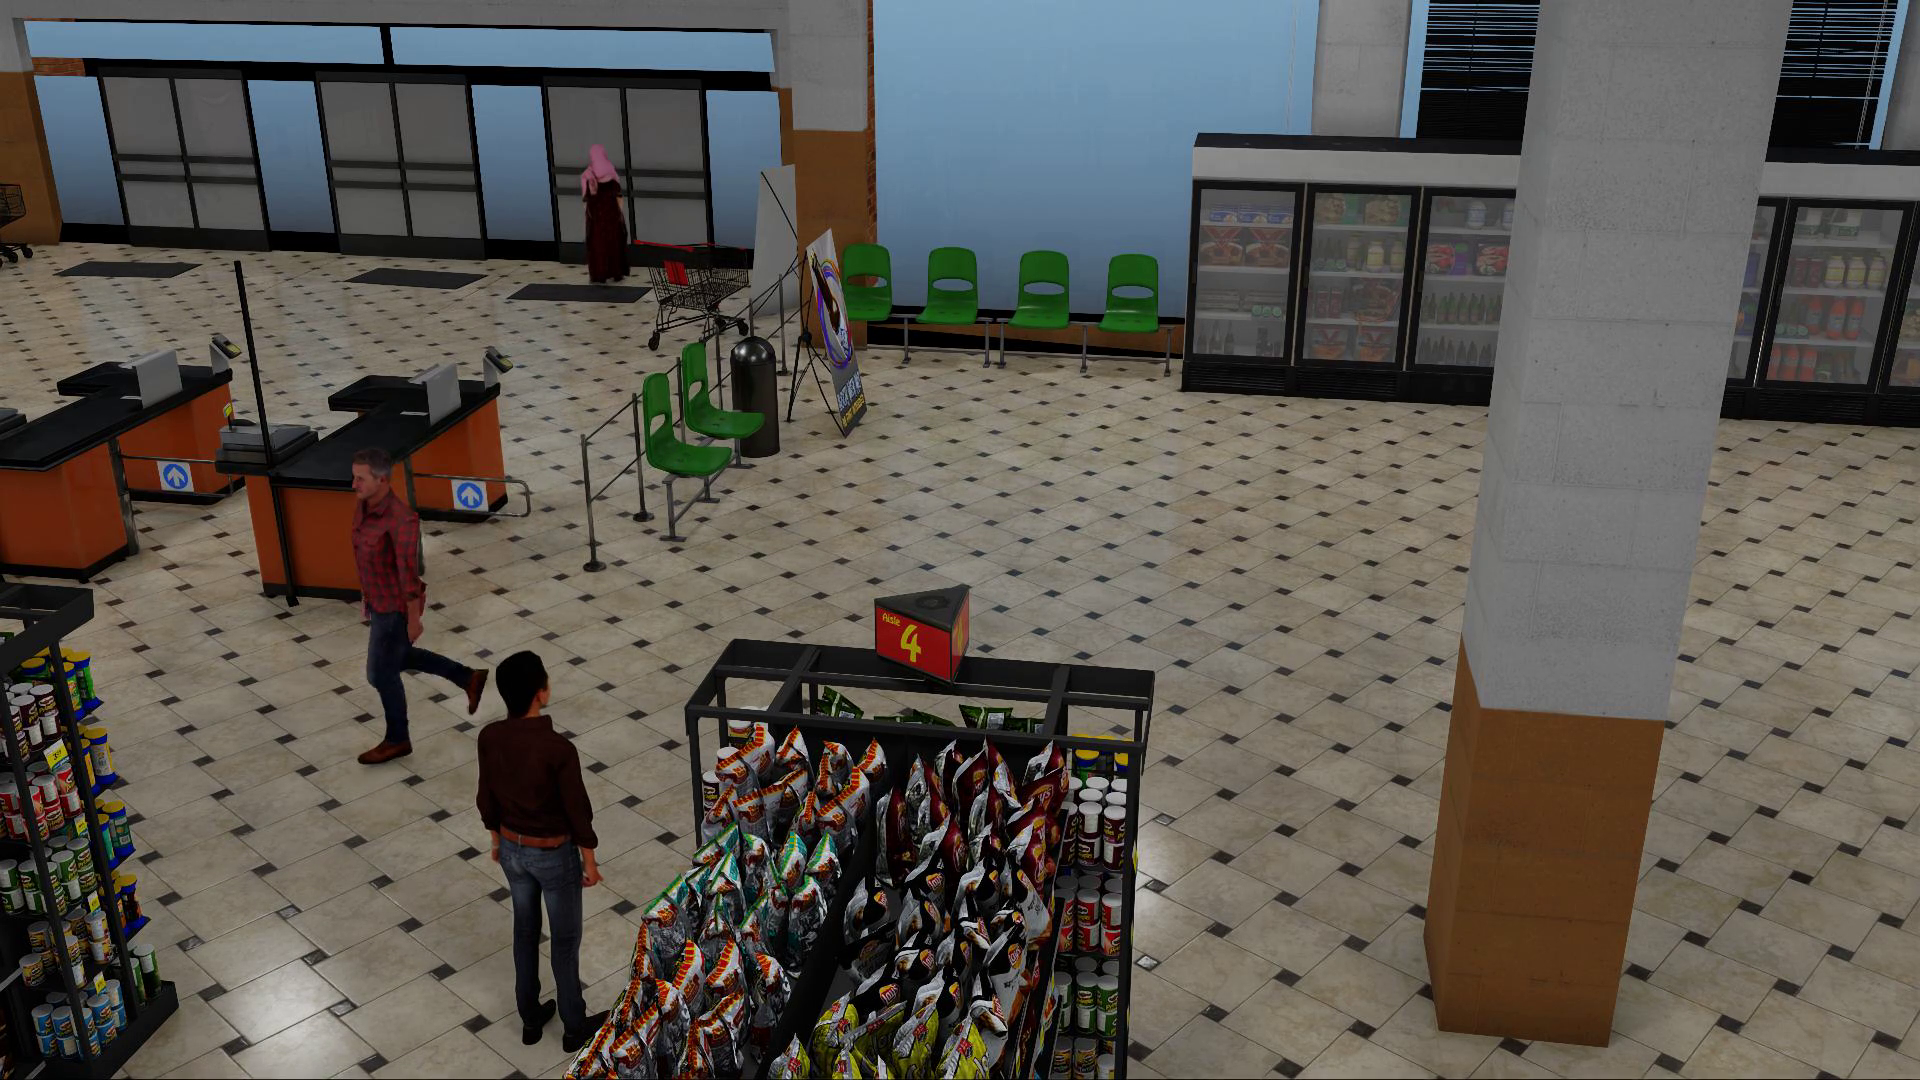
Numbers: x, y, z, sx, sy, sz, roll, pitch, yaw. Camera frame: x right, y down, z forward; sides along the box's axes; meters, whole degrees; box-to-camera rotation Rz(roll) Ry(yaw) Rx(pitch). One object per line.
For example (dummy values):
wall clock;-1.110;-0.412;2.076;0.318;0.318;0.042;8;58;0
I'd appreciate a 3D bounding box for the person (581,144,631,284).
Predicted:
person;-4.253;-3.896;19.840;0.732;1.638;0.711;-3;22;-8

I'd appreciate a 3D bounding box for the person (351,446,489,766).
person;-3.010;0.331;9.099;1.140;1.804;1.081;-14;26;-31

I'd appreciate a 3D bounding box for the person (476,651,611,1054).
person;-1.715;1.278;6.774;0.688;1.779;0.570;8;23;18
